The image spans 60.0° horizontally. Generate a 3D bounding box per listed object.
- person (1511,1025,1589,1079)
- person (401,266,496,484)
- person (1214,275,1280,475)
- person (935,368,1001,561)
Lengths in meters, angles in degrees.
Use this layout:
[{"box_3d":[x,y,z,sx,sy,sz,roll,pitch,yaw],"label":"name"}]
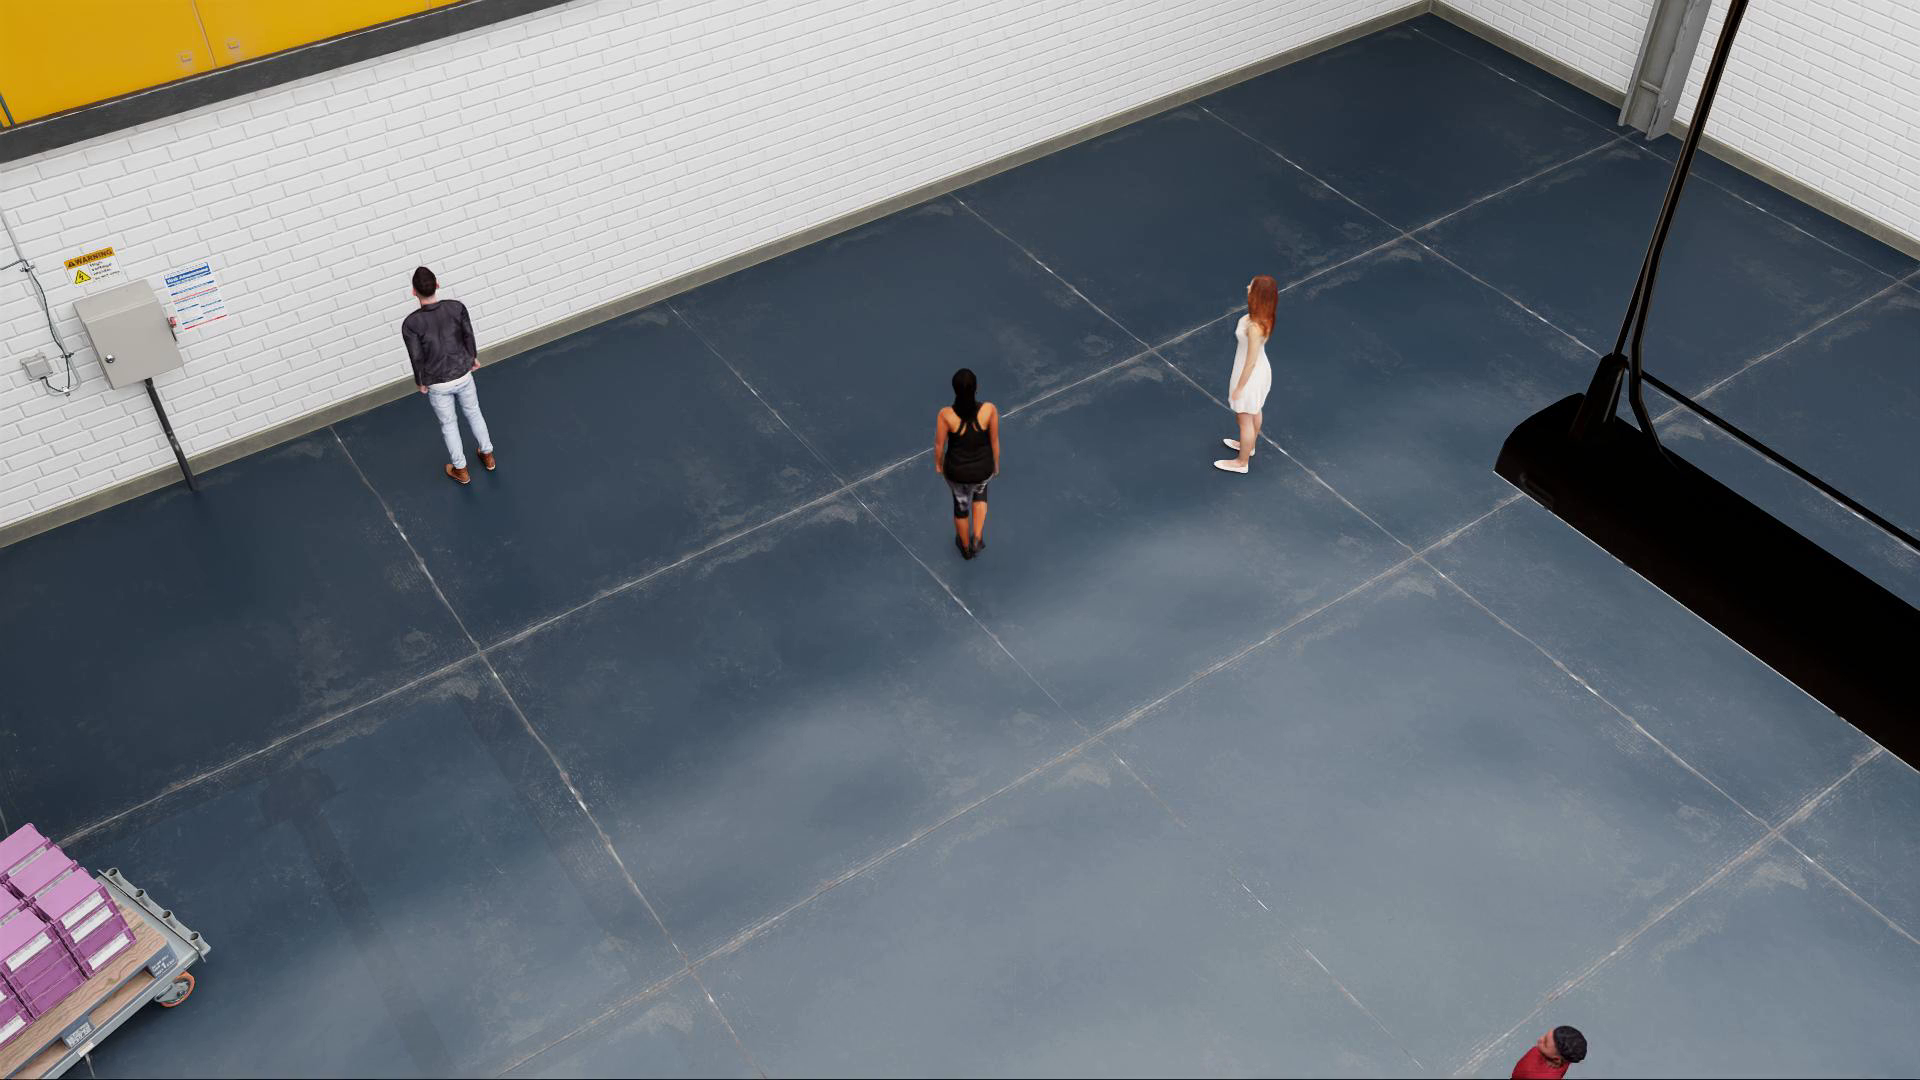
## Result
[{"box_3d":[2.936,2.833,8.306,0.933,1.239,0.750,19,47,19],"label":"person"},{"box_3d":[-3.726,-1.199,12.105,0.676,1.837,0.567,-31,52,-29],"label":"person"},{"box_3d":[2.143,-1.227,12.225,0.678,1.712,0.646,16,46,16],"label":"person"},{"box_3d":[0.073,-0.473,11.478,0.704,1.650,0.730,-6,44,-6],"label":"person"}]
